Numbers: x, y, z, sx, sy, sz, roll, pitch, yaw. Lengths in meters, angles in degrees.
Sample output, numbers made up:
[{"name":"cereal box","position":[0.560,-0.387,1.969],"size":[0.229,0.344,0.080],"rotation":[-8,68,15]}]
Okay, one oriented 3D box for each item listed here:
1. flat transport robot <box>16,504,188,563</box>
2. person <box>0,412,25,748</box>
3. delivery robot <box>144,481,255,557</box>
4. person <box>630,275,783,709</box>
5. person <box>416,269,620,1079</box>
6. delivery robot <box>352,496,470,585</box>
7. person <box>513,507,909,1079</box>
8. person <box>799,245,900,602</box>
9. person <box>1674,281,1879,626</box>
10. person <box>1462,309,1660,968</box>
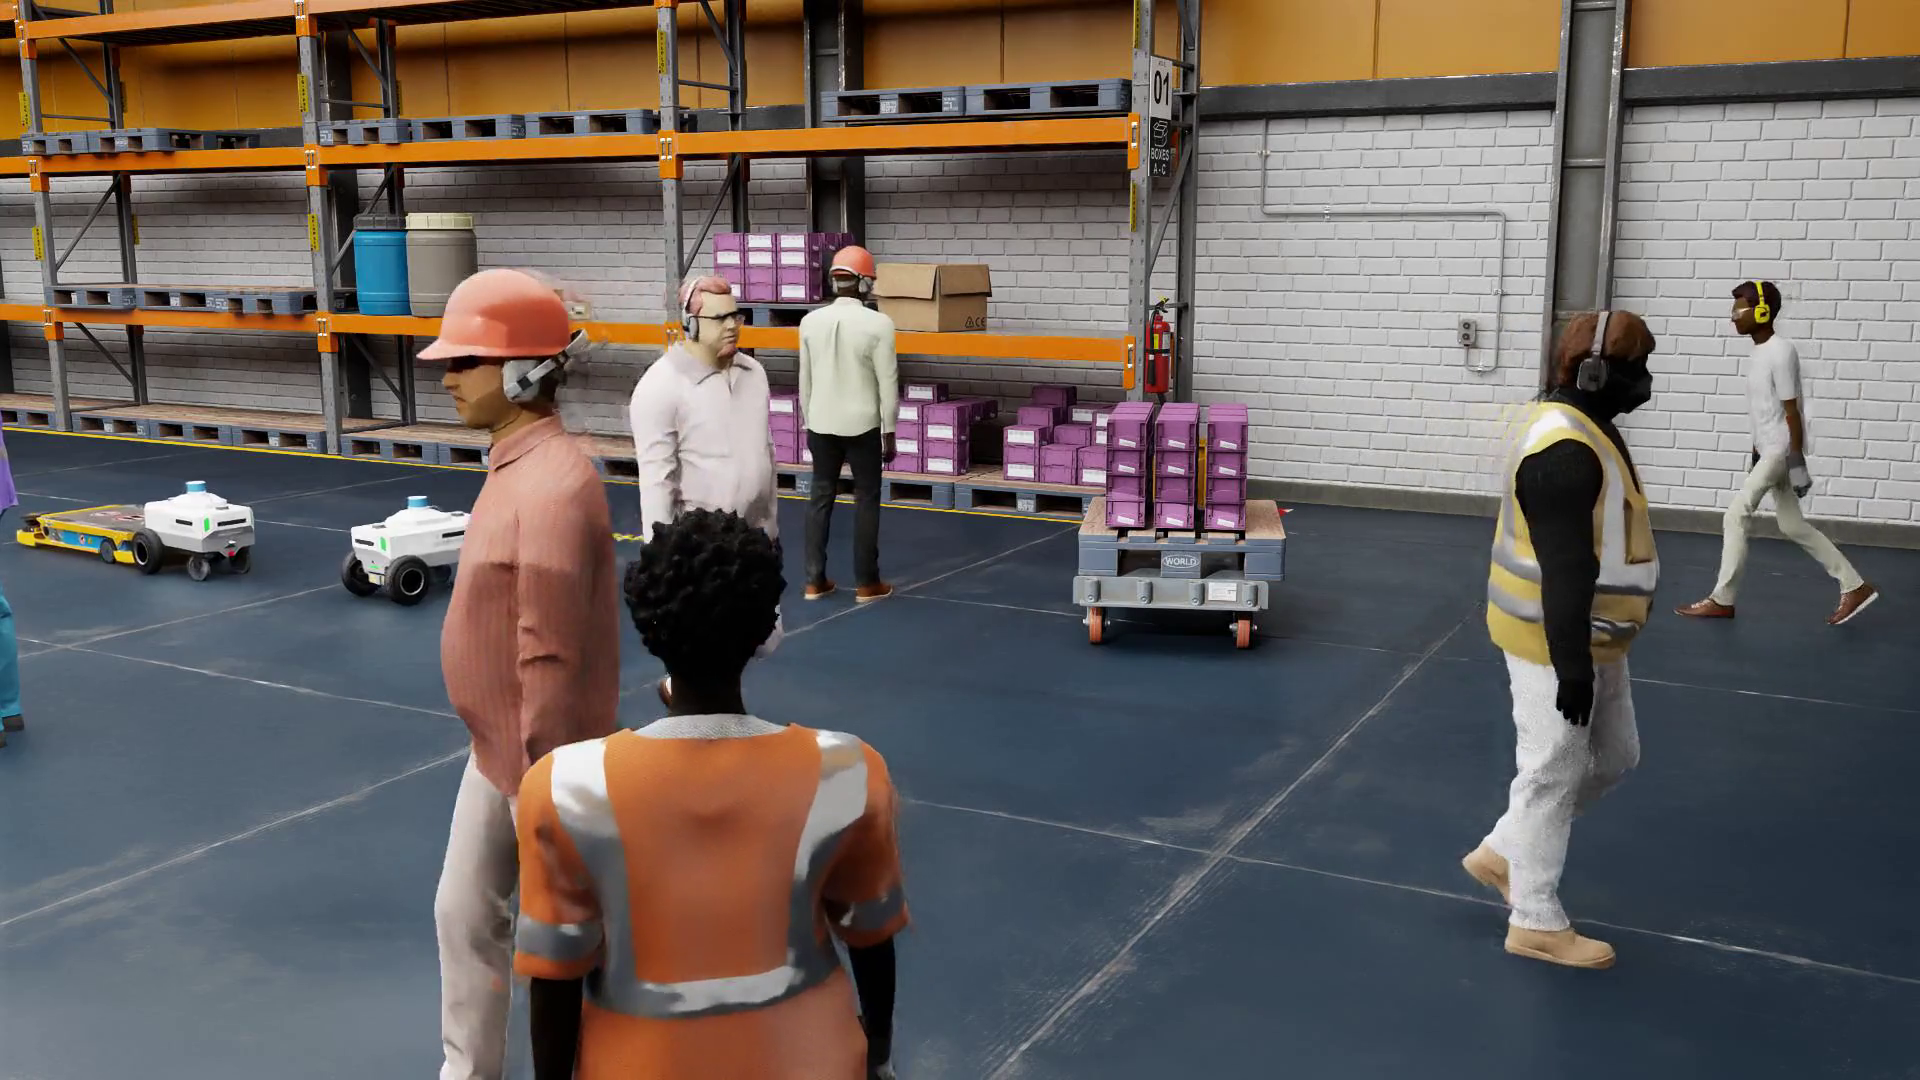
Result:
[{"name":"flat transport robot","position":[-5.386,-0.056,10.736],"size":[1.431,0.197,0.652],"rotation":[7,12,32]},{"name":"person","position":[-3.941,-0.084,6.562],"size":[0.377,1.846,0.570],"rotation":[-2,11,-11]},{"name":"delivery robot","position":[-4.572,-0.111,9.997],"size":[0.707,0.478,0.477],"rotation":[7,13,34]},{"name":"person","position":[-0.939,-0.025,6.130],"size":[0.551,1.887,0.660],"rotation":[7,12,34]},{"name":"person","position":[-0.817,0.416,3.508],"size":[0.924,1.967,0.616],"rotation":[-4,11,-23]},{"name":"delivery robot","position":[-3.059,-0.007,9.428],"size":[0.477,0.478,0.707],"rotation":[8,13,37]},{"name":"person","position":[-0.346,0.768,2.416],"size":[0.545,1.644,0.872],"rotation":[-2,11,-11]},{"name":"person","position":[-0.604,-0.644,9.294],"size":[0.632,1.977,0.449],"rotation":[5,11,24]},{"name":"person","position":[4.342,-0.443,8.671],"size":[0.938,1.813,0.523],"rotation":[4,11,20]},{"name":"person","position":[1.687,0.285,4.603],"size":[0.431,1.834,0.642],"rotation":[6,12,30]}]
